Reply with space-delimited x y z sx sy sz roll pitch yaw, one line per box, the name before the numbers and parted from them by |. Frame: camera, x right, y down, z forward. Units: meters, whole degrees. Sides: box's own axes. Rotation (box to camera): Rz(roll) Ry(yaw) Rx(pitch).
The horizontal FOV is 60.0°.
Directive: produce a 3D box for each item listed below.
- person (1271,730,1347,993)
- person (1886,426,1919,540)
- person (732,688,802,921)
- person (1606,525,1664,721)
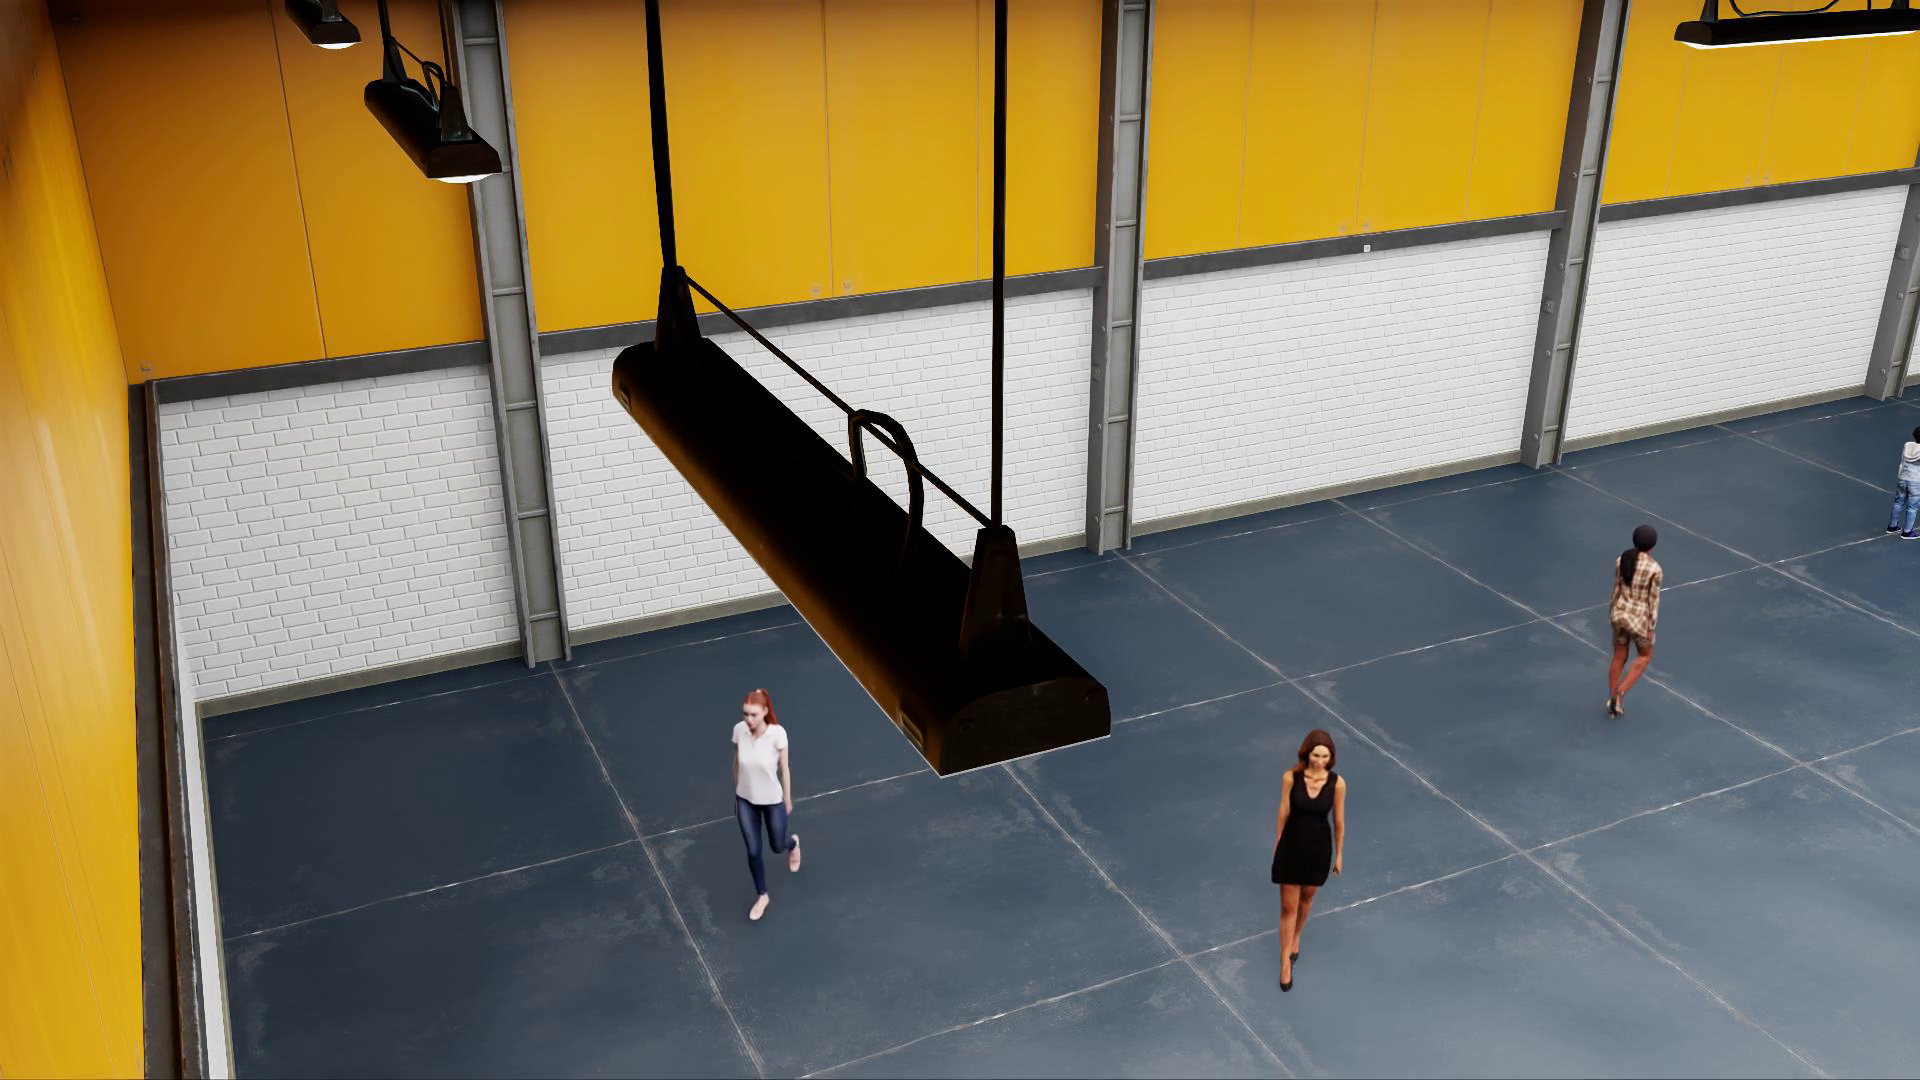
person | 2.297 2.039 11.054 0.890 1.822 0.902 3 24 8
person | 10.239 -0.642 17.889 0.481 1.260 0.470 -10 25 -21
person | -1.360 1.800 11.729 0.942 1.720 0.961 6 24 14
person | 5.641 0.742 14.075 0.709 1.779 0.661 -17 29 -34
